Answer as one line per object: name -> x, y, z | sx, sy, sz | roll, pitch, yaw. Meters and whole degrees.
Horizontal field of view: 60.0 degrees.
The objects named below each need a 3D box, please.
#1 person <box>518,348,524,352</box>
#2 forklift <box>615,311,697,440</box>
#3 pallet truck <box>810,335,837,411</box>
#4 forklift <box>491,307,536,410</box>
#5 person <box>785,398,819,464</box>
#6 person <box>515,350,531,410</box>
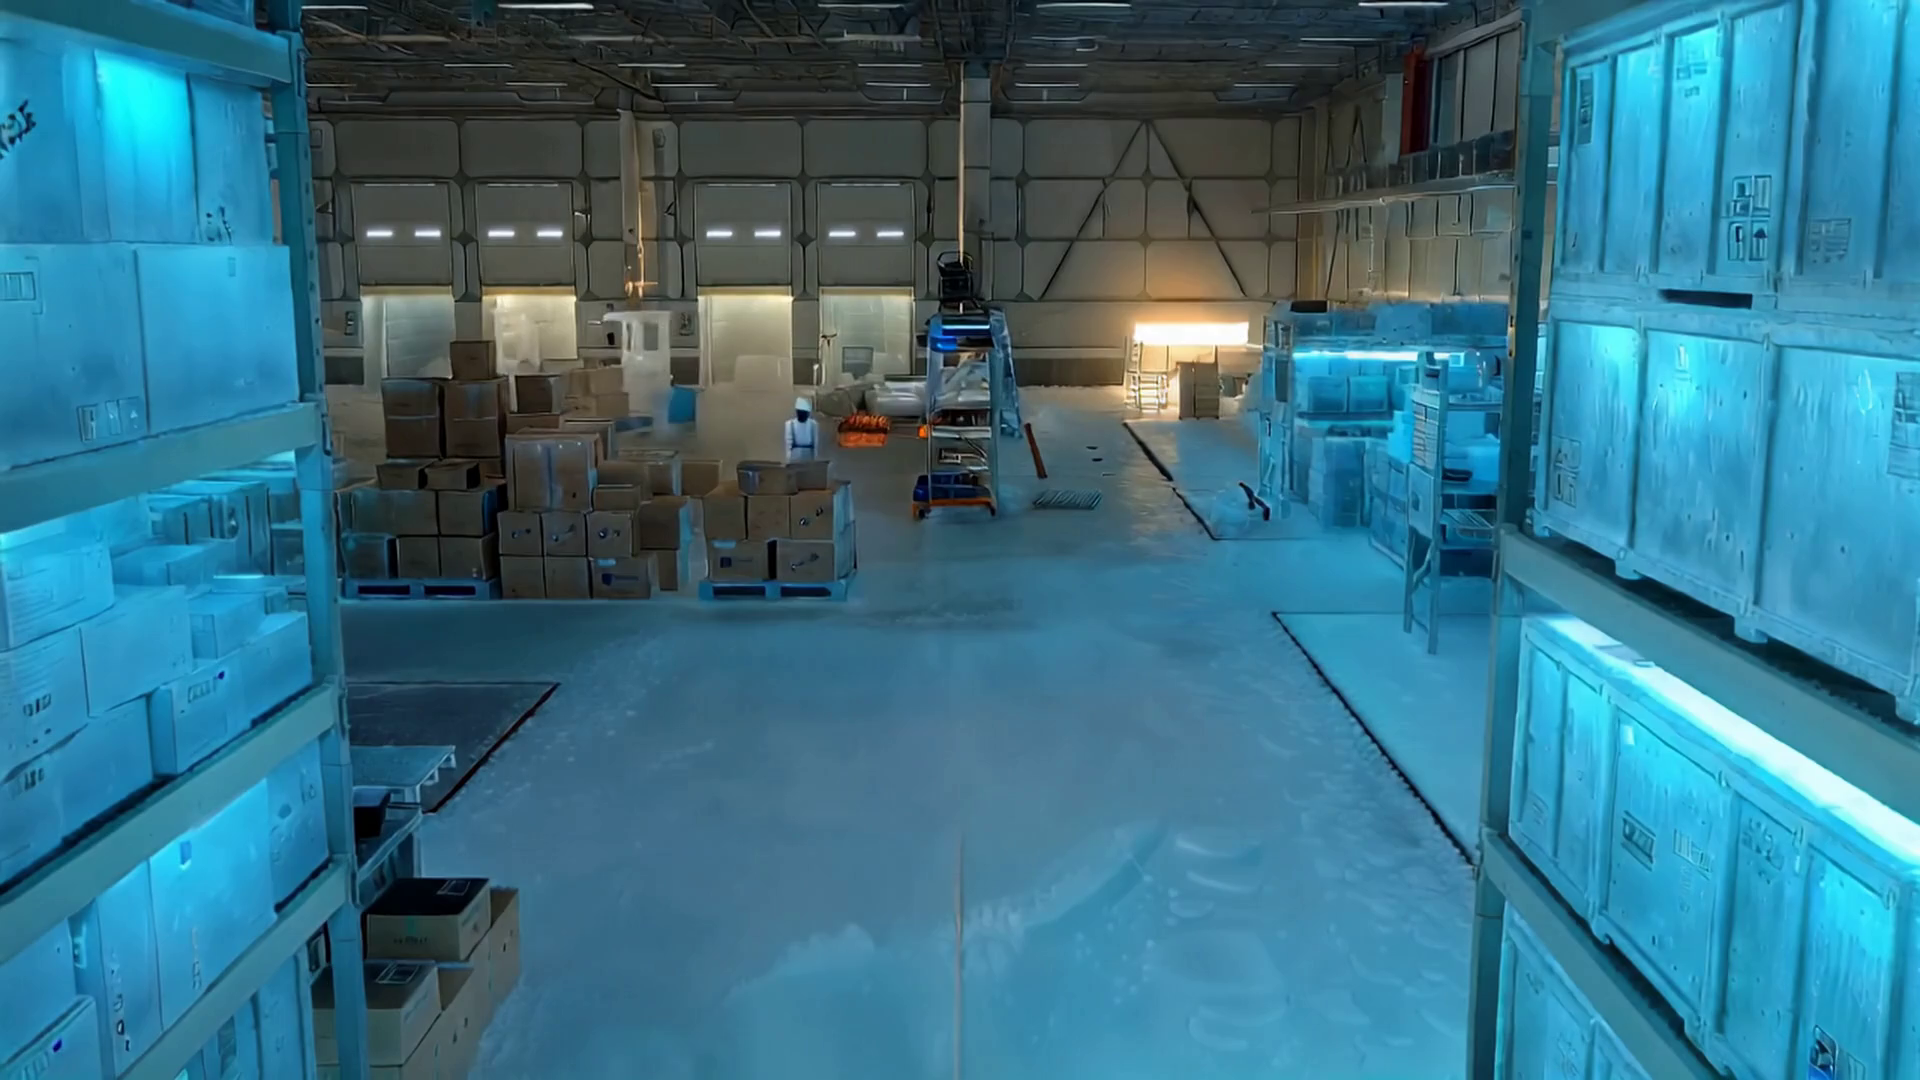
person -> -11.246, -4.110, 42.826 | 0.536, 1.696, 0.321 | -8, 13, -39
forklift -> -6.885, -3.733, 37.240 | 1.129, 2.768, 1.873 | 5, 11, 29
pallet truck -> -3.021, -4.312, 43.126 | 1.885, 1.965, 0.823 | 3, 10, 17
forklift -> -10.749, -4.230, 40.109 | 1.129, 2.768, 1.873 | 0, 10, 1
person -> -2.405, -1.228, 25.631 | 0.555, 1.890, 0.971 | -3, 10, -19
person -> -9.926, -3.386, 38.059 | 0.936, 1.910, 0.638 | 1, 10, 5
